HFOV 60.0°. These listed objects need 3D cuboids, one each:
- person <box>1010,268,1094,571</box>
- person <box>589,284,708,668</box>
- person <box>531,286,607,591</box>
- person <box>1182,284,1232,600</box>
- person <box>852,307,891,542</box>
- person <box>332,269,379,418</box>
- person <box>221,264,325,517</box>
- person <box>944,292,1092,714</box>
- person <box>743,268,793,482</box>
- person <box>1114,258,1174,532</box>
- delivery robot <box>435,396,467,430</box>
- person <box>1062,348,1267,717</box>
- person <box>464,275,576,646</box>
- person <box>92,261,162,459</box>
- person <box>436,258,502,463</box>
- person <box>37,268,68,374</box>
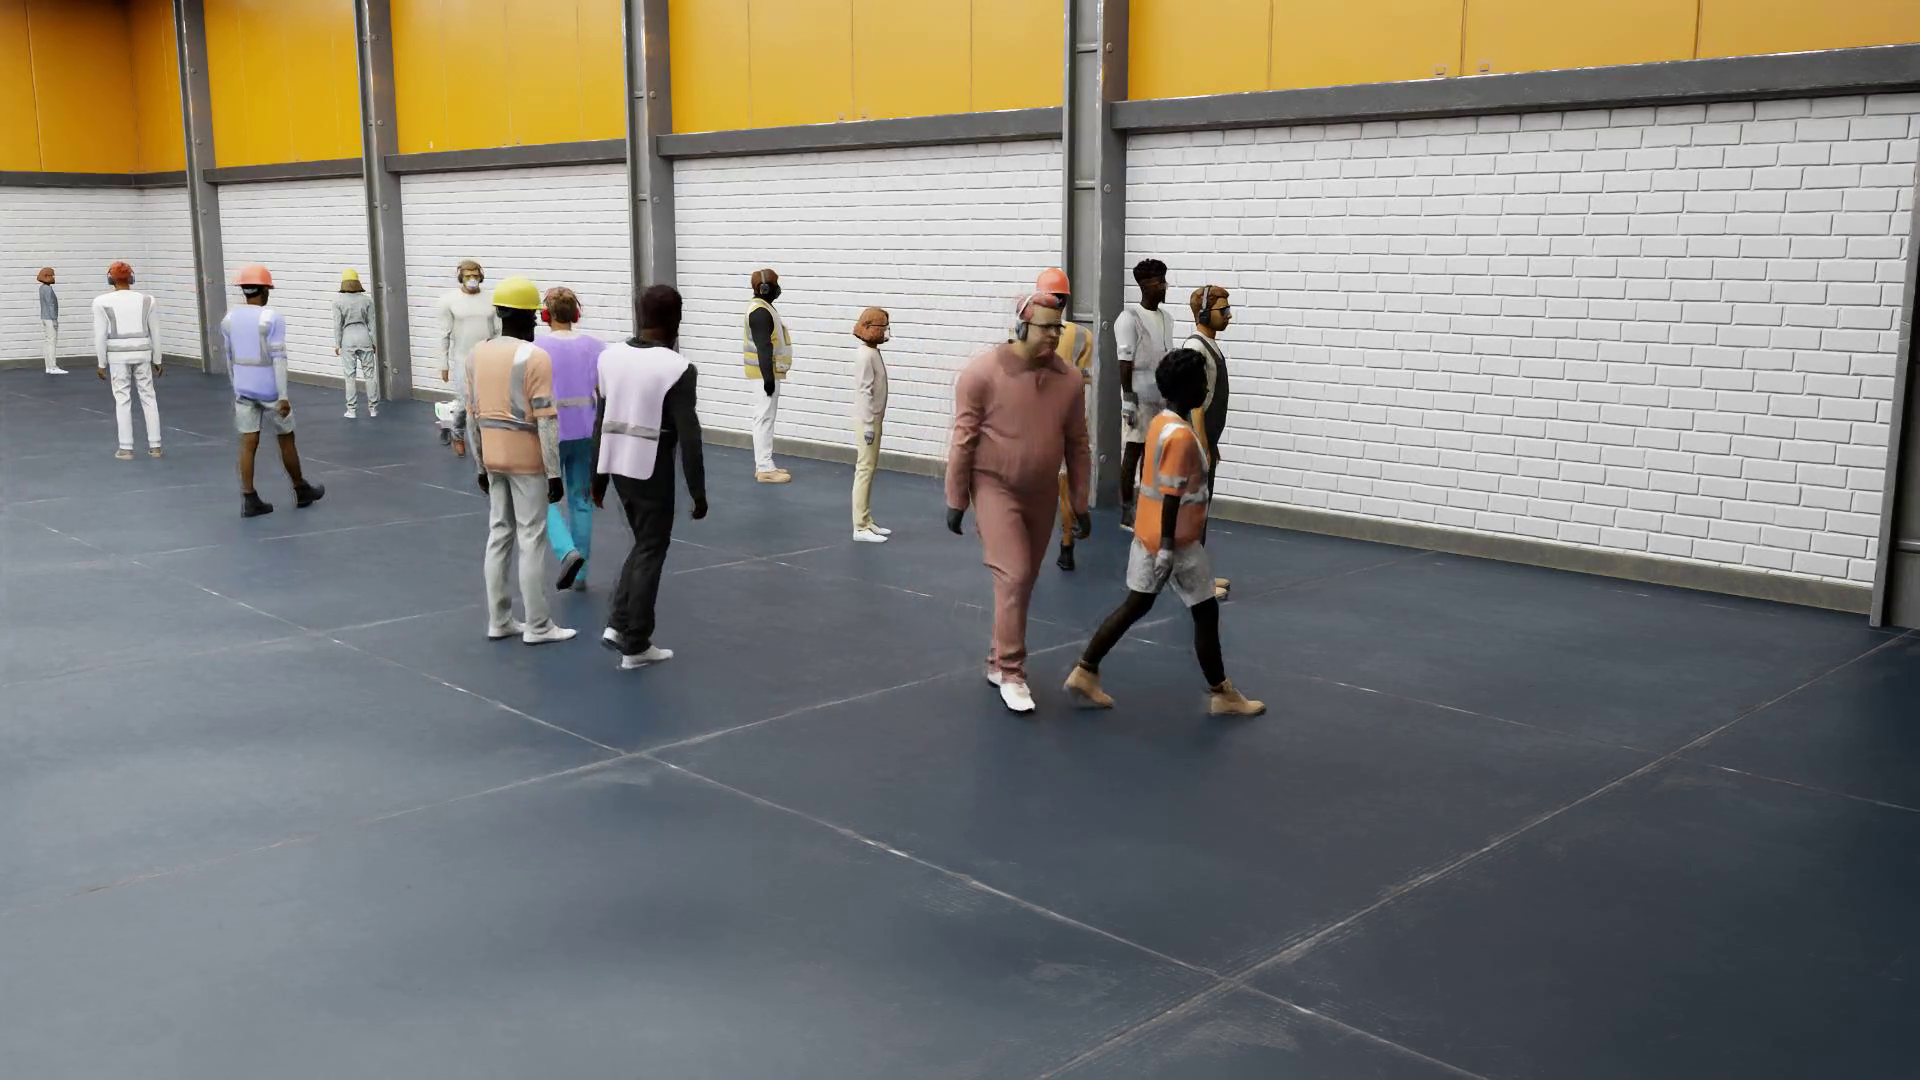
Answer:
[{"bbox_3d":[0.570,-0.755,10.584,0.538,1.930,0.378,-1,10,-5],"label":"person"},{"bbox_3d":[-1.538,-0.302,8.181,0.638,1.892,0.455,7,13,34],"label":"person"},{"bbox_3d":[-2.335,-0.580,9.871,0.586,1.832,0.466,-7,12,-32],"label":"person"},{"bbox_3d":[1.449,-0.576,9.822,0.345,1.846,0.508,2,11,13],"label":"person"},{"bbox_3d":[-0.620,-0.811,11.675,0.268,1.632,0.506,1,10,4],"label":"person"},{"bbox_3d":[-7.110,-2.307,19.559,0.483,1.735,0.311,-6,12,-30],"label":"person"},{"bbox_3d":[-5.336,-1.161,12.834,0.571,1.904,0.802,2,11,13],"label":"person"},{"bbox_3d":[0.323,-0.166,7.500,0.667,1.869,0.797,-6,12,-32],"label":"person"},{"bbox_3d":[-1.668,-1.430,14.481,0.429,1.847,0.627,-2,11,-8],"label":"person"},{"bbox_3d":[1.363,-1.047,12.053,0.367,1.966,0.606,8,13,39],"label":"person"},{"bbox_3d":[-5.026,-1.311,17.091,0.707,0.478,0.477,-4,11,-19],"label":"delivery robot"},{"bbox_3d":[0.886,-0.025,7.344,0.889,1.655,0.540,-1,10,-3],"label":"person"},{"bbox_3d":[-2.301,-0.412,8.702,0.594,1.924,0.381,6,12,31],"label":"person"},{"bbox_3d":[-7.942,-1.713,15.911,0.584,1.883,0.337,-9,13,-39],"label":"person"},{"bbox_3d":[-4.540,-1.658,15.528,0.628,1.920,0.504,-7,12,-32],"label":"person"},{"bbox_3d":[-14.059,-3.387,25.723,0.273,1.632,0.507,-9,13,-39],"label":"person"}]
